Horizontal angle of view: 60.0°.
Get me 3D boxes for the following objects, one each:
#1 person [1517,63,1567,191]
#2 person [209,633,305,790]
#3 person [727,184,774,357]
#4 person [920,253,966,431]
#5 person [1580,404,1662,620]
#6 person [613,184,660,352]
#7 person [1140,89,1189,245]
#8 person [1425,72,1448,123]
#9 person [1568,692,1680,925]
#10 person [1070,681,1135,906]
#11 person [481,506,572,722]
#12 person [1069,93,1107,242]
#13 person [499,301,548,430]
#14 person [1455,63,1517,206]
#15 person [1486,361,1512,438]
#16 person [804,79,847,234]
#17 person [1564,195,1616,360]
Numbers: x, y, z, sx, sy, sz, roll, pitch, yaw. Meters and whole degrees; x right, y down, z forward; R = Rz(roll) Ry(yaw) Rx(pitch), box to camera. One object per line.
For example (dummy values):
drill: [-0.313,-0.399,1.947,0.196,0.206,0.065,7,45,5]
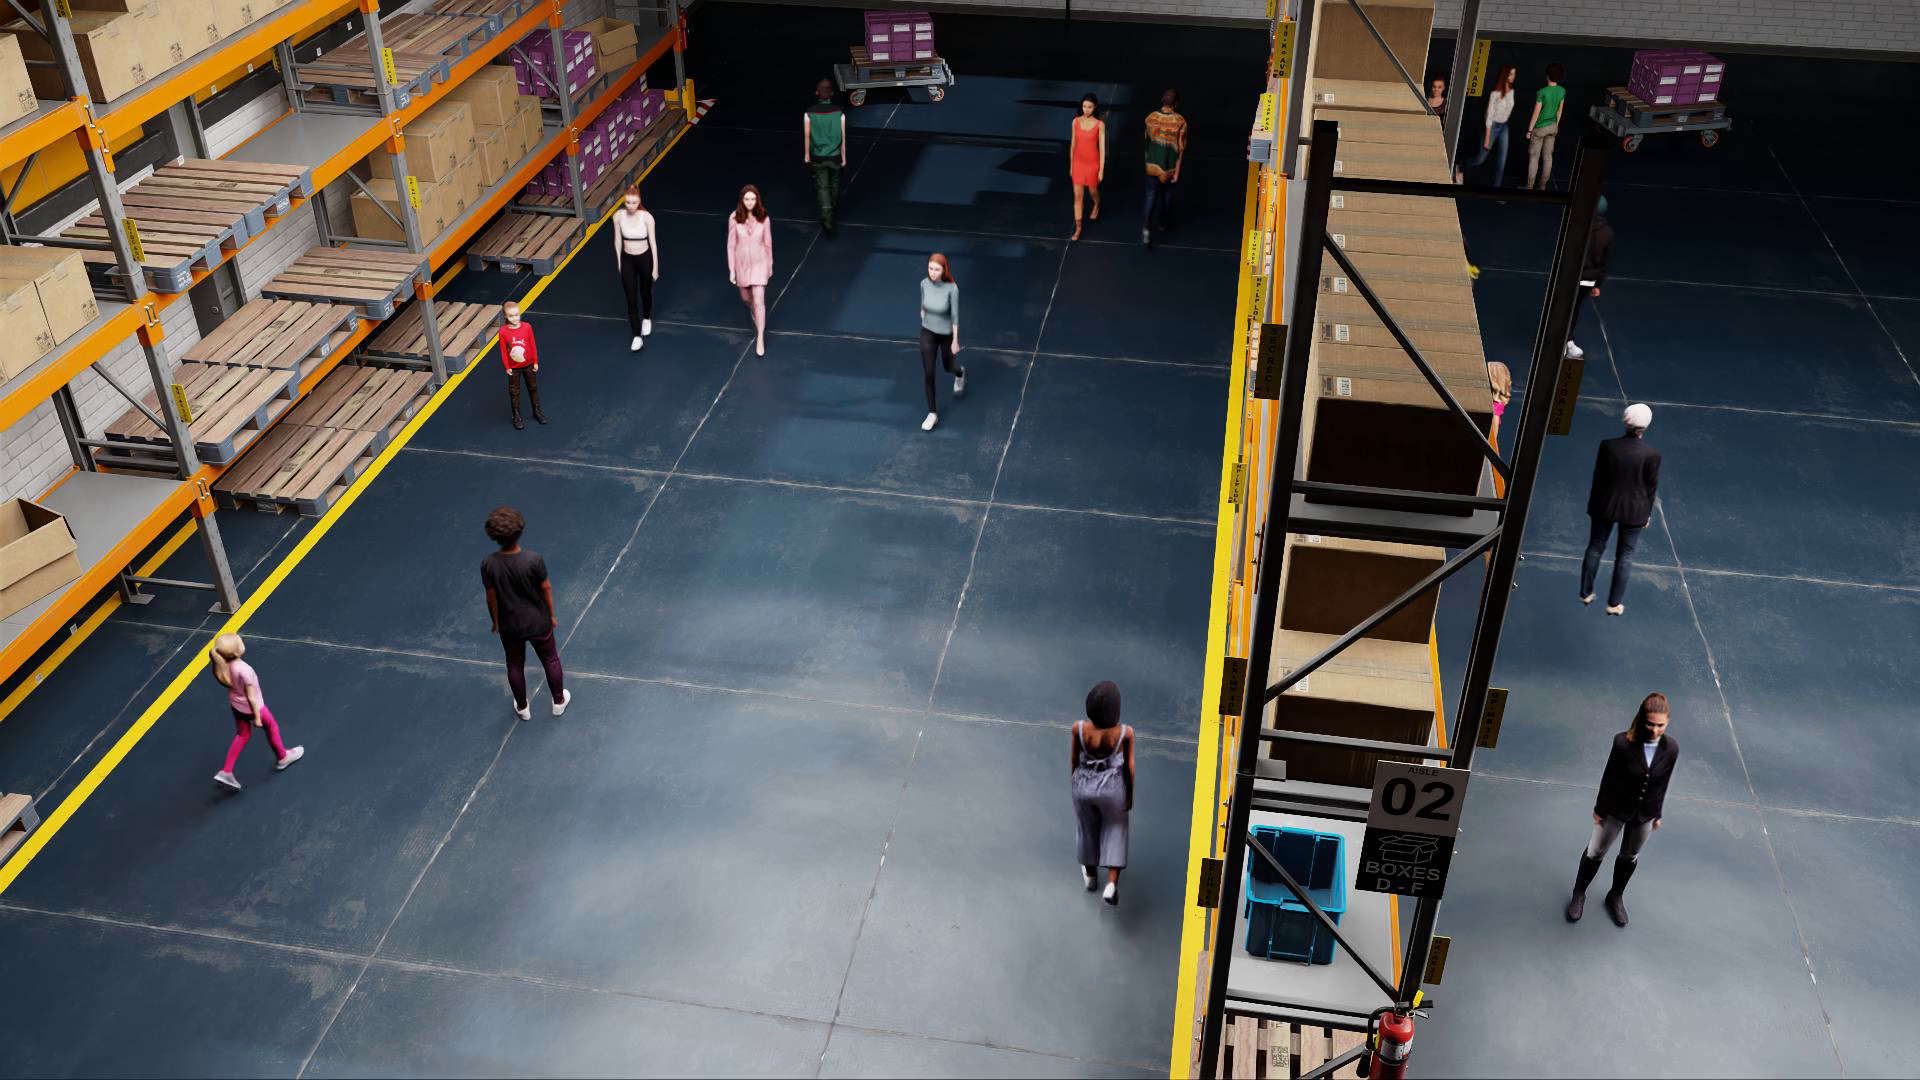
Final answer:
person: [7.283,-5.111,20.706,0.665,1.651,0.671,-10,35,-14]
person: [-5.017,1.187,11.589,0.687,1.255,0.933,19,38,26]
person: [-2.160,-2.845,17.187,0.765,1.772,1.132,-1,34,-2]
person: [-0.162,-1.953,15.899,0.786,1.714,1.176,15,36,21]
person: [4.978,-0.213,12.438,0.816,1.779,0.752,25,41,32]
person: [-3.345,-2.900,17.325,0.738,1.710,1.059,0,34,1]
person: [2.332,-4.340,19.439,0.760,1.769,1.201,10,35,14]
person: [5.720,-4.871,20.327,0.568,1.670,0.555,7,34,10]
person: [4.174,1.695,10.395,0.566,1.729,0.544,4,34,6]
person: [0.879,1.641,10.517,0.568,1.685,0.811,6,34,8]
person: [-3.174,0.547,12.077,0.708,1.780,0.699,-7,34,-10]
person: [1.520,-4.444,19.664,0.720,1.692,1.124,12,35,17]
person: [-4.208,-1.691,15.895,0.567,1.280,0.617,-17,37,-24]
person: [6.541,-5.048,20.567,0.966,1.700,1.143,-15,36,-21]
person: [4.413,-0.738,14.057,0.631,1.728,0.476,4,34,6]
person: [-1.586,-4.506,19.651,0.878,1.810,1.183,-4,34,-6]
person: [6.248,-2.588,16.775,0.835,1.800,1.147,-1,34,-2]
